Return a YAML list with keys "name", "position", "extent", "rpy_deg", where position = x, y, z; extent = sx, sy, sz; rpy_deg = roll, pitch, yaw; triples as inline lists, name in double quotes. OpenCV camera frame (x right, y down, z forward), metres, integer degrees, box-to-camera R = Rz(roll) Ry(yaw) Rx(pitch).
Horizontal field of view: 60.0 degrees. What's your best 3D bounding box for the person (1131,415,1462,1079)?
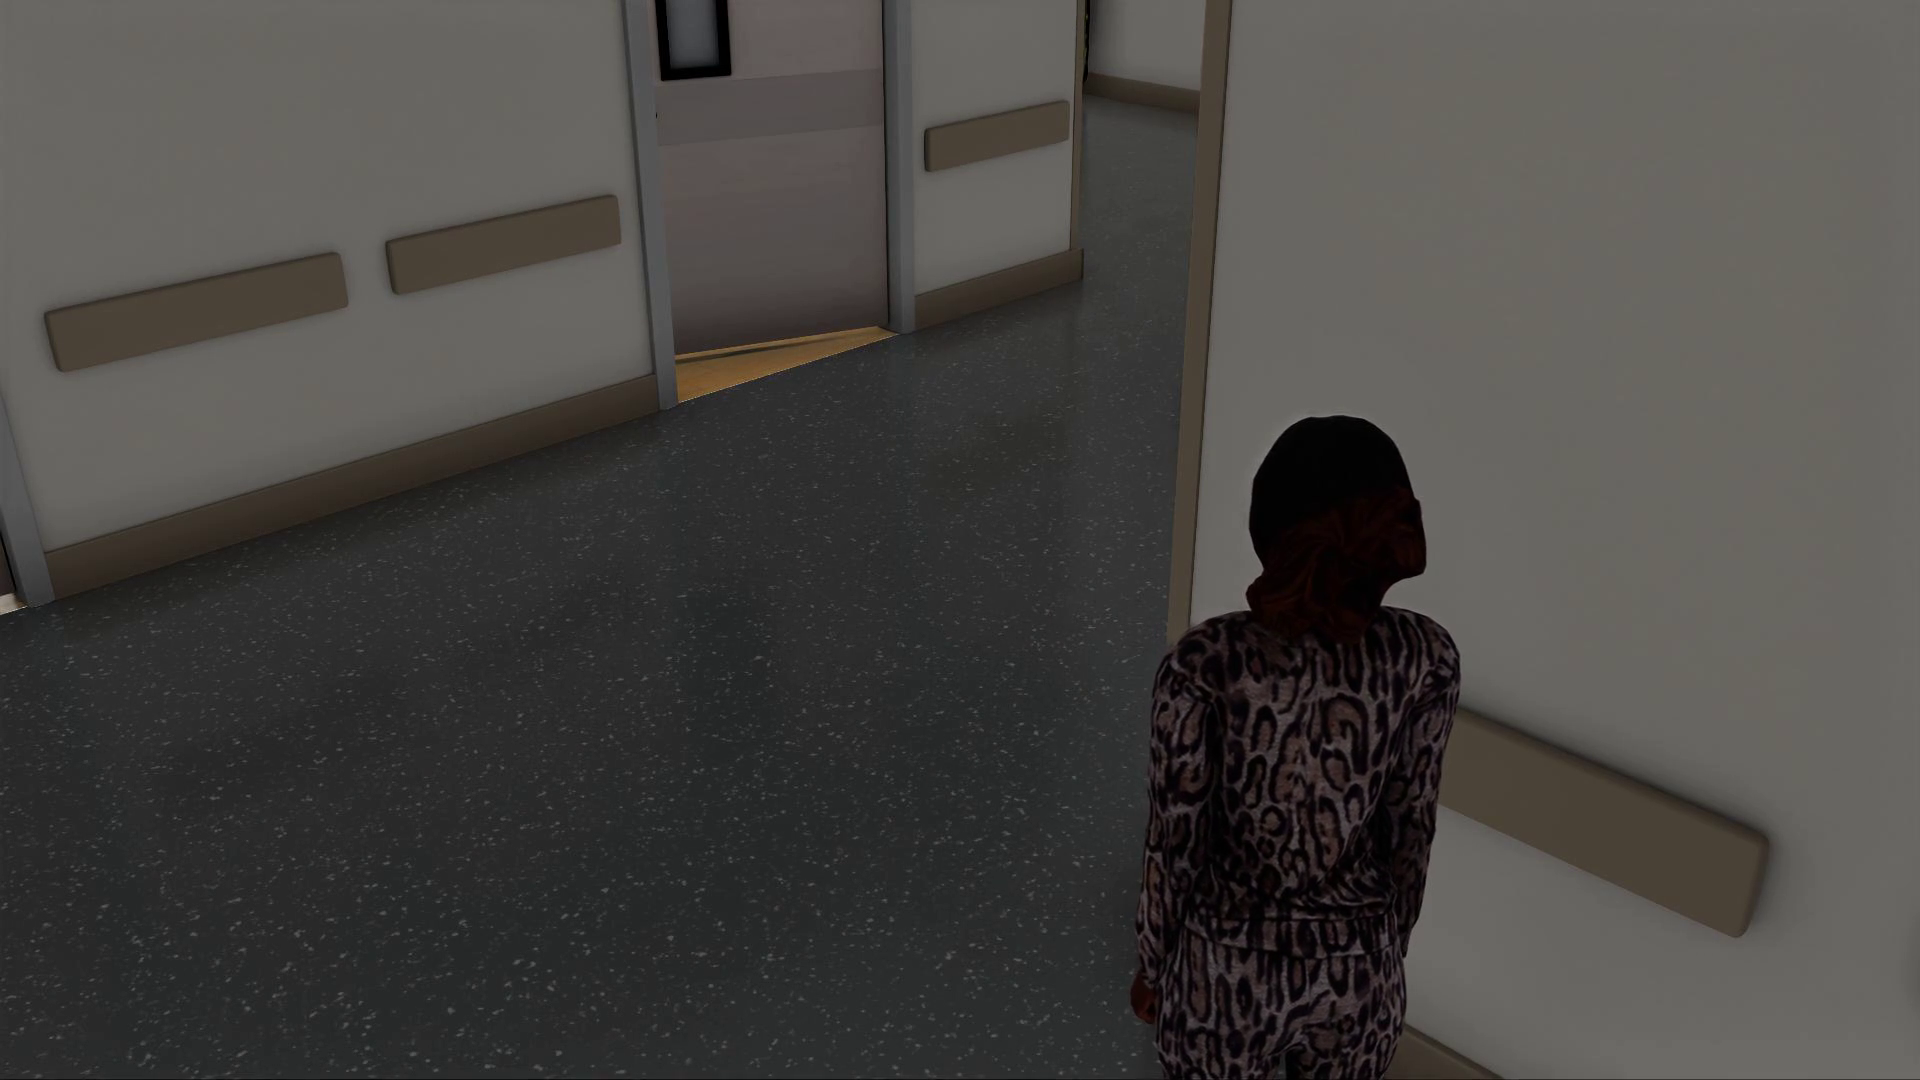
- name: "person"
  position: [0.456, 0.618, 2.371]
  extent: [0.674, 1.713, 0.743]
  rpy_deg: [-2, 26, -5]
